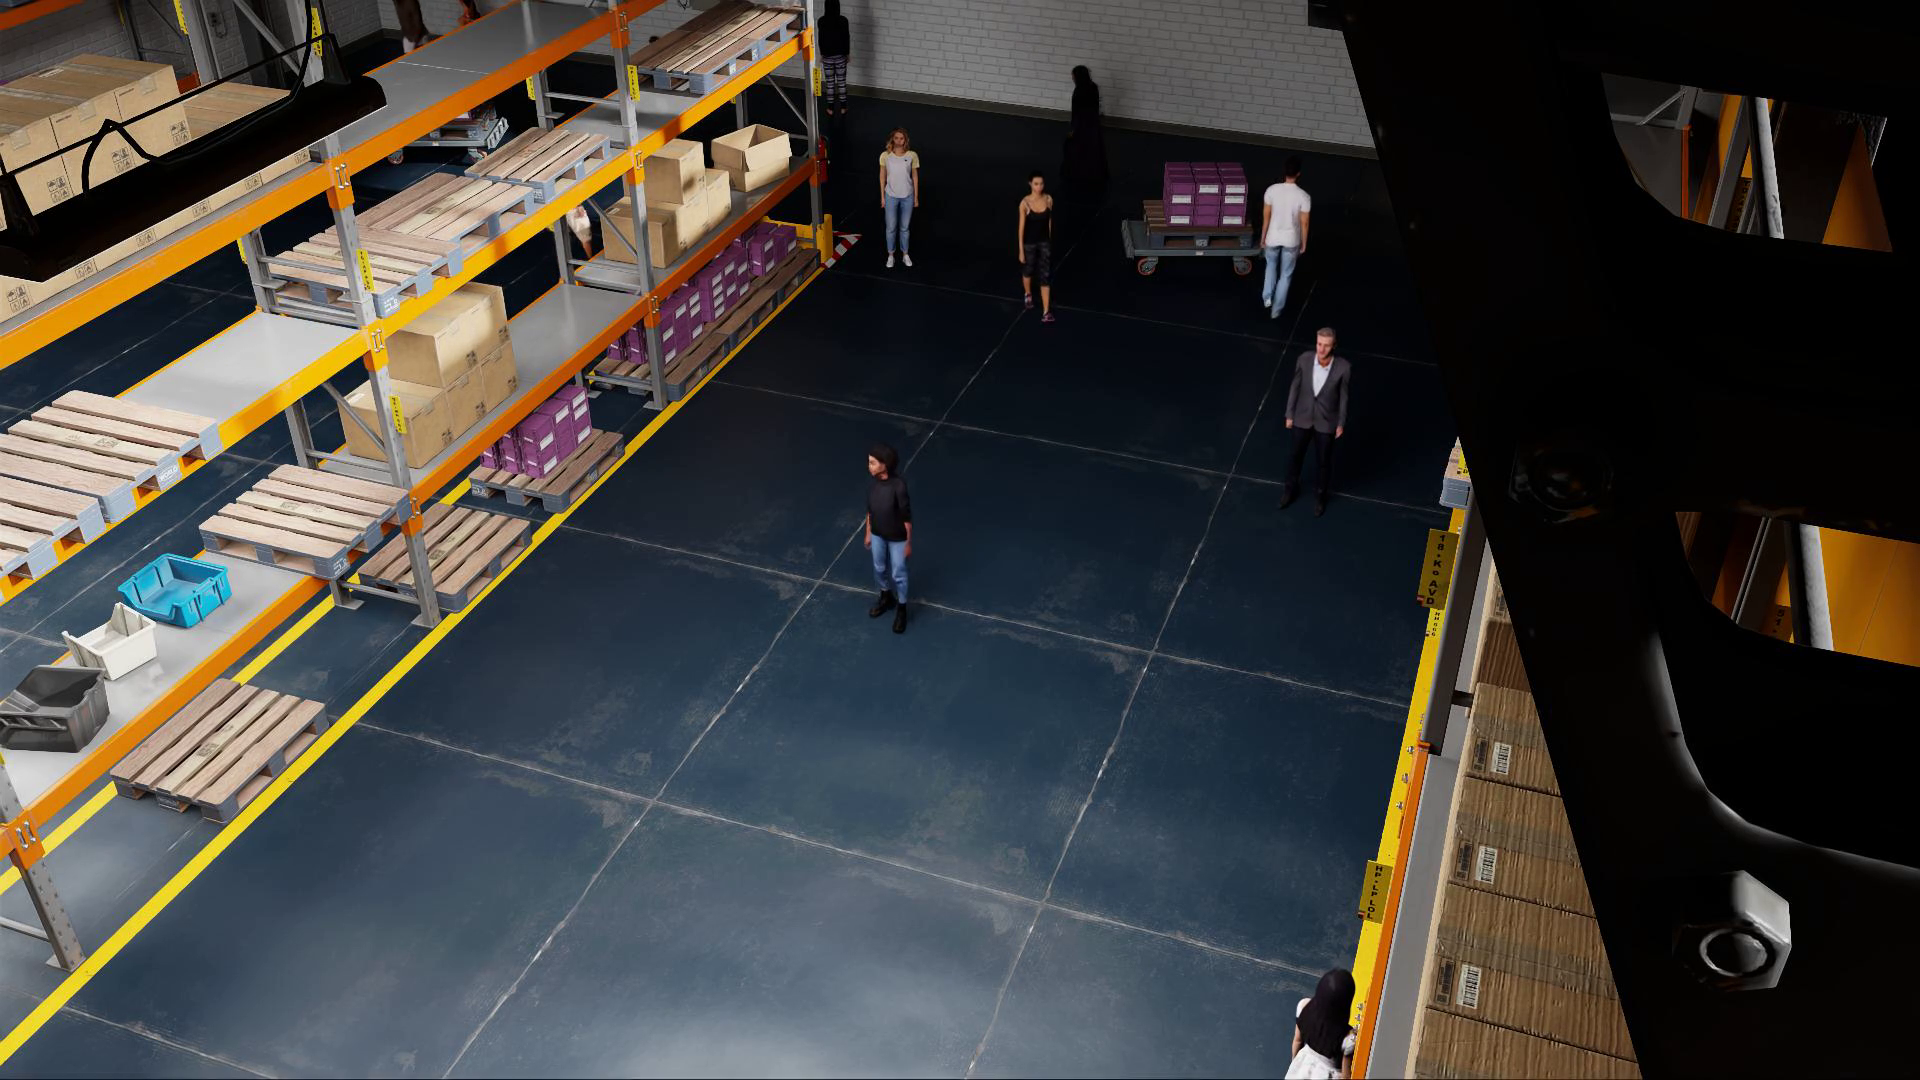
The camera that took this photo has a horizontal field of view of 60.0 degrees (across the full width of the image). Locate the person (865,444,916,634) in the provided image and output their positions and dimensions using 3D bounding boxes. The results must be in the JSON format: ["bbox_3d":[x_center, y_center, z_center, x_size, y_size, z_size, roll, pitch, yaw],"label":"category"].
[{"bbox_3d":[-0.553,-0.024,13.631,0.646,1.692,0.636,11,35,17],"label":"person"}]

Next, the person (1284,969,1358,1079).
[{"bbox_3d":[1.945,2.993,9.022,0.803,1.769,0.777,-24,41,-32],"label":"person"}]

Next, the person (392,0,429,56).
[{"bbox_3d":[-8.084,-7.514,24.830,0.892,1.768,1.154,25,41,32],"label":"person"}]

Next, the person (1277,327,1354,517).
[{"bbox_3d":[3.239,-1.104,15.121,0.723,1.841,0.580,13,36,18],"label":"person"}]

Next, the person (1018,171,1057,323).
[{"bbox_3d":[0.800,-3.319,18.592,1.024,1.687,1.172,-10,35,-15],"label":"person"}]

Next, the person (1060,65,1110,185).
[{"bbox_3d":[1.691,-5.445,21.879,0.912,1.589,0.922,-20,38,-27],"label":"person"}]

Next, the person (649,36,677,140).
[{"bbox_3d":[-4.092,-6.184,23.048,0.959,1.526,0.869,-26,42,-34],"label":"person"}]

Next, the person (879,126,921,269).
[{"bbox_3d":[-0.723,-4.070,19.686,0.709,1.726,0.703,-4,34,-6],"label":"person"}]

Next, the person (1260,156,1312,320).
[{"bbox_3d":[3.555,-3.313,18.439,0.711,1.846,0.686,16,37,22],"label":"person"}]

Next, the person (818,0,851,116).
[{"bbox_3d":[-1.826,-7.068,24.188,0.682,1.734,0.664,-3,34,-4],"label":"person"}]

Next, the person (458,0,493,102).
[{"bbox_3d":[-7.035,-7.061,24.128,0.678,1.791,0.543,17,37,24],"label":"person"}]
